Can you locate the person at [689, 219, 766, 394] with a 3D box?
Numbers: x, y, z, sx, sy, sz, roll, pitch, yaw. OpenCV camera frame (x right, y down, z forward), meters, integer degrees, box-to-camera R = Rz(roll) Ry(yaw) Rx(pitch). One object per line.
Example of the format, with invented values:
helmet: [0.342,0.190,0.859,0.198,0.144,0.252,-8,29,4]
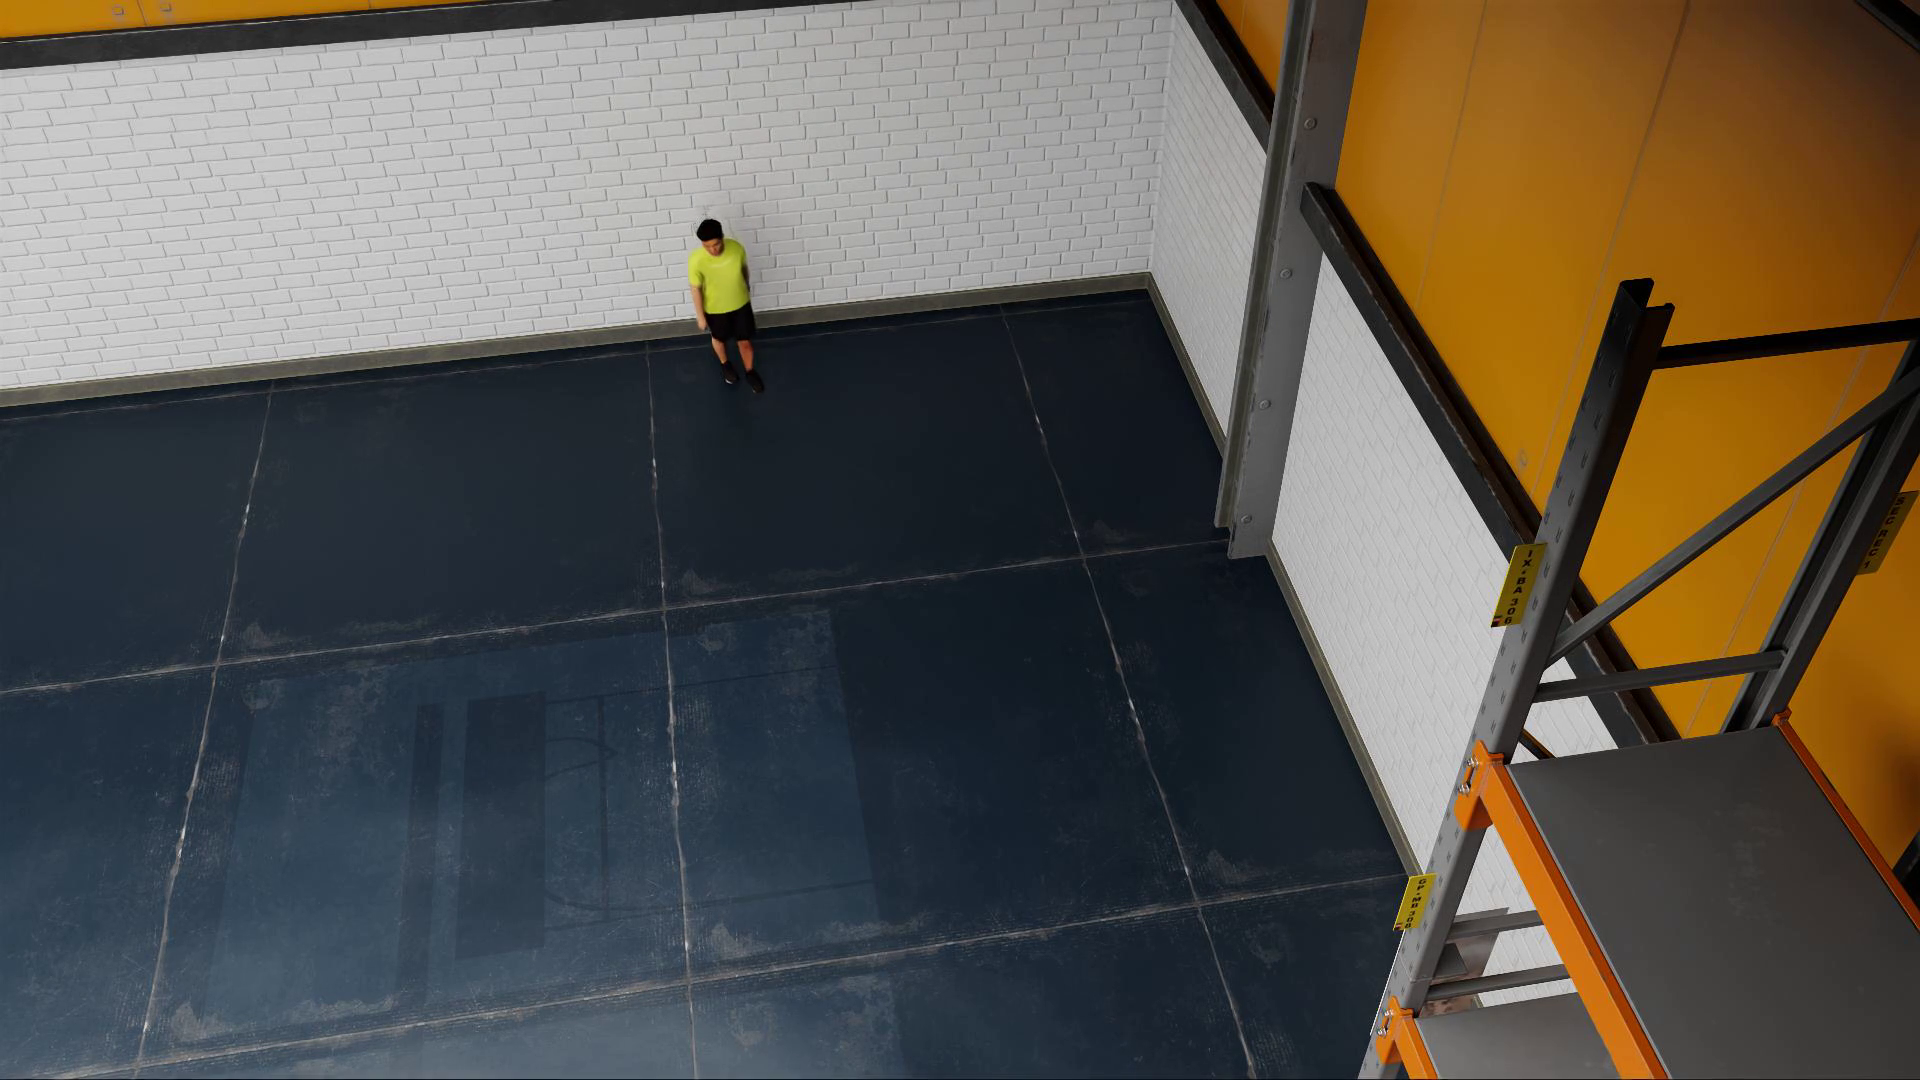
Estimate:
person: [-1.833,-1.889,12.893,0.733,1.658,0.836,-19,47,-19]
